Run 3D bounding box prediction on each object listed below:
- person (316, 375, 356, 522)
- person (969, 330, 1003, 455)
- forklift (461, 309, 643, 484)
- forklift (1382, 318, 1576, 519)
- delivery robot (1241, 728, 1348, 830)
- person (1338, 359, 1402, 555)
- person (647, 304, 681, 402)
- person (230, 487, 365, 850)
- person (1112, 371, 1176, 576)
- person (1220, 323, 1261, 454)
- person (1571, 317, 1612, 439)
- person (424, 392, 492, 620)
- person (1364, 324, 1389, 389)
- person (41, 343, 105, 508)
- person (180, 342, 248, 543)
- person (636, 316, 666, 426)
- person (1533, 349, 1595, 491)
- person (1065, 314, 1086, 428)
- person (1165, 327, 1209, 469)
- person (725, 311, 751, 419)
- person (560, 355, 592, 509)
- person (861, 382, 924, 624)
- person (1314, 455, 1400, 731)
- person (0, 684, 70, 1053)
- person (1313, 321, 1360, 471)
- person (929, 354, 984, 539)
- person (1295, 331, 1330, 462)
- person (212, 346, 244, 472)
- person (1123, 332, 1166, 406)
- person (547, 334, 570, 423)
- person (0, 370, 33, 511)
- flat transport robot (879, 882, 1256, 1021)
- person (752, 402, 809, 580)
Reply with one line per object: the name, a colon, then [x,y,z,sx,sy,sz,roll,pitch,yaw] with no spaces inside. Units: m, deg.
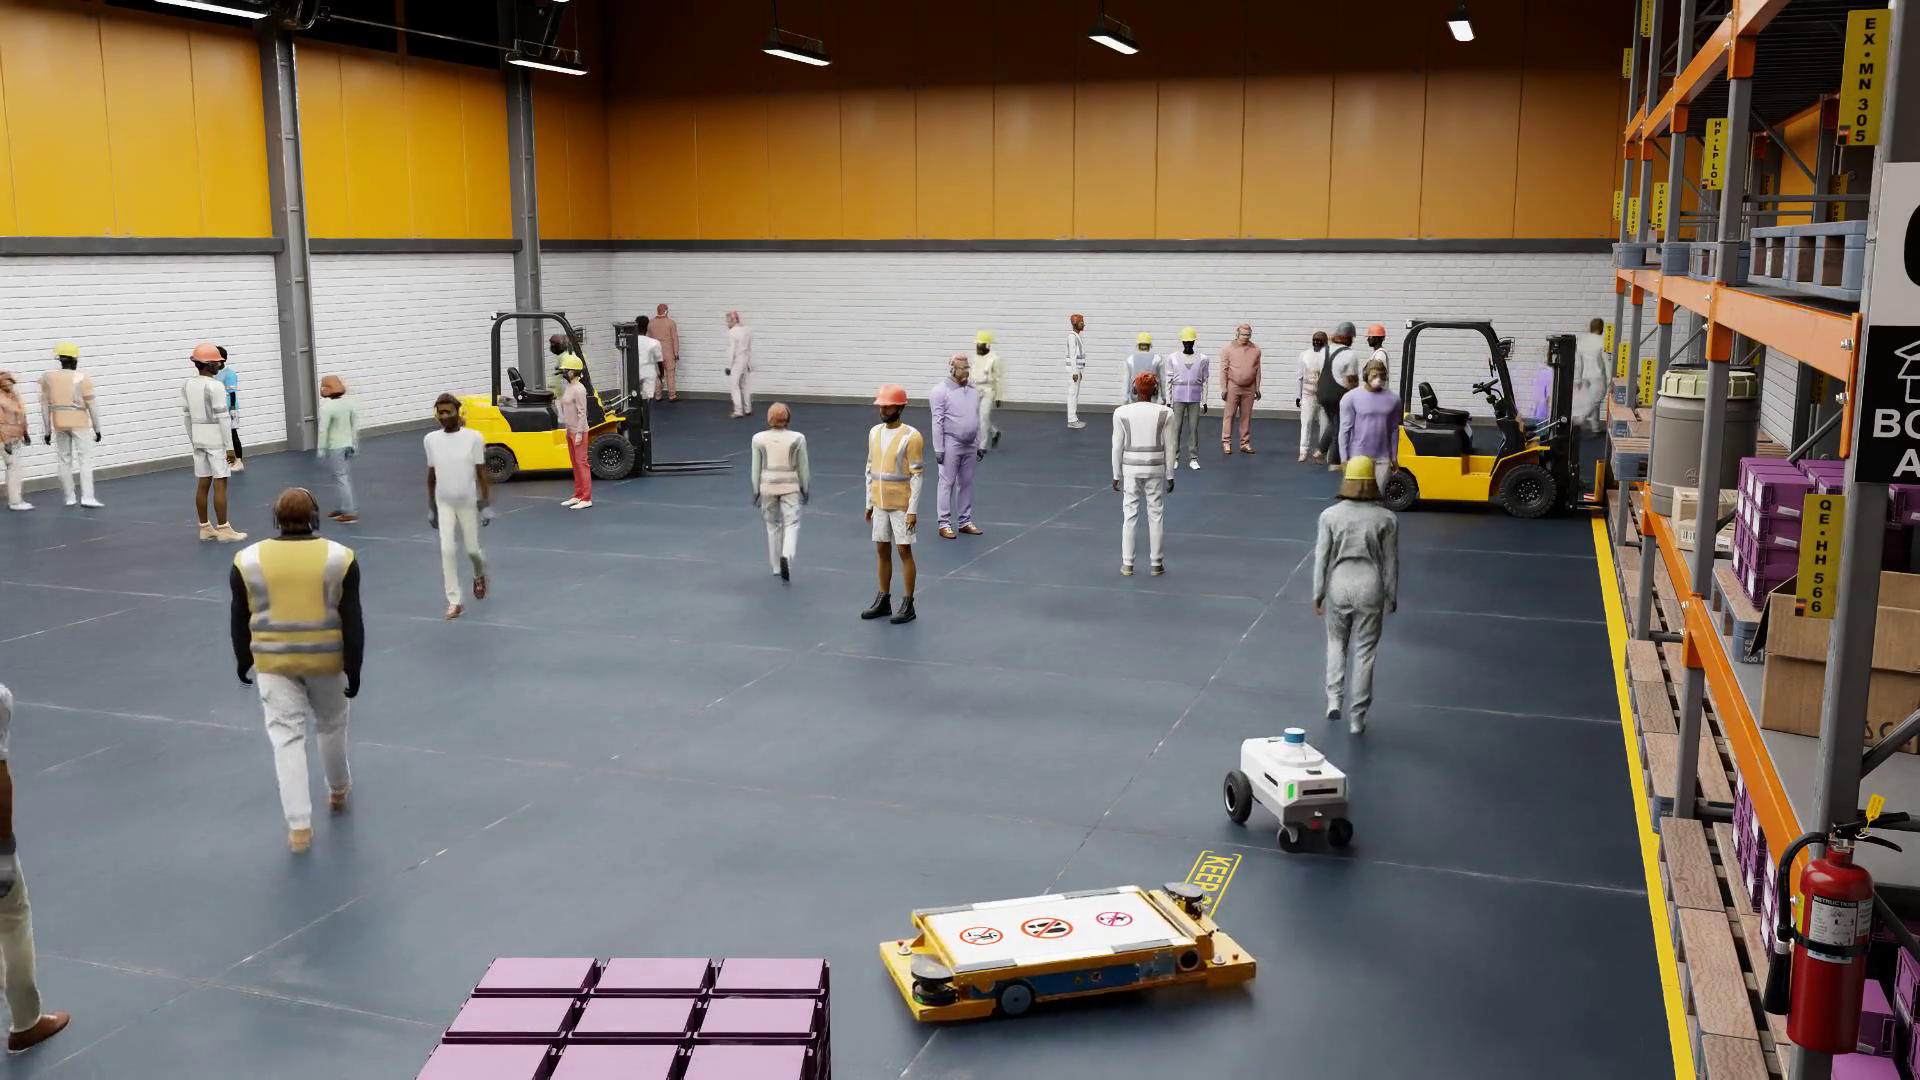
person: [-6.879,-0.996,18.190,0.557,1.613,0.523,2,10,13]
person: [0.394,-2.125,24.008,0.605,1.814,0.597,-9,13,-40]
forklift: [-5.354,-1.902,21.697,2.313,2.155,1.214,-2,10,-13]
forklift: [5.787,-1.437,19.079,2.313,2.155,1.214,3,11,19]
delivery robot: [1.709,1.209,8.530,0.477,0.478,0.707,-2,10,-11]
person: [3.991,-0.801,16.224,0.635,1.936,0.354,-2,10,-11]
person: [-5.719,-3.616,32.182,0.638,1.902,0.407,3,10,15]
person: [-3.411,0.618,8.608,0.642,1.794,0.930,-3,11,-19]
person: [1.686,-0.604,15.265,0.583,1.882,0.350,1,10,7]
person: [4.089,-2.195,24.179,0.640,1.902,0.402,-2,10,-14]
person: [9.900,-2.530,26.031,0.874,1.914,0.642,-3,11,-18]
person: [-4.119,-0.309,13.712,0.526,1.846,0.749,-1,10,-3]
person: [5.782,-2.038,23.188,0.374,1.935,0.552,2,10,11]
person: [-10.236,-1.313,19.217,0.710,1.904,0.547,0,10,2]
person: [-7.624,-0.988,16.972,0.605,2.045,0.379,5,11,28]
person: [-5.003,-2.595,26.395,0.644,1.905,1.027,0,10,2]
person: [7.319,-1.487,20.502,0.991,1.791,0.590,0,10,0]
person: [1.936,-2.812,27.705,0.355,1.883,0.574,2,10,9]
person: [3.072,-1.910,22.499,0.588,1.927,0.371,0,10,0]
person: [-3.896,-3.089,29.303,0.393,1.878,0.887,3,10,16]
person: [-4.443,-1.244,19.190,0.303,1.772,0.525,-6,12,-29]
person: [-0.550,-0.300,13.390,0.545,1.942,0.349,7,12,36]
person: [2.485,0.334,10.419,0.503,1.725,0.399,4,11,20]
person: [-3.618,1.072,5.948,0.517,1.846,0.834,1,10,4]
person: [5.116,-1.942,22.354,0.543,2.000,0.711,-6,12,-29]
person: [-0.007,-0.978,17.301,0.643,1.910,0.411,-9,13,-41]
person: [5.006,-2.000,23.259,0.633,1.837,0.429,2,10,11]
person: [-9.861,-1.756,22.299,0.536,1.691,0.319,7,12,35]
person: [2.651,-2.070,23.820,0.597,1.787,0.922,3,11,17]
person: [-5.442,-1.940,22.981,0.512,1.824,0.647,-2,10,-12]
person: [-10.862,-1.141,19.033,0.374,1.614,0.557,-1,10,-6]
flat transport robot: [0.435,1.687,6.902,1.431,0.197,0.652,-3,10,-16]
person: [-1.631,-0.432,15.056,0.525,1.620,0.674,0,10,1]
